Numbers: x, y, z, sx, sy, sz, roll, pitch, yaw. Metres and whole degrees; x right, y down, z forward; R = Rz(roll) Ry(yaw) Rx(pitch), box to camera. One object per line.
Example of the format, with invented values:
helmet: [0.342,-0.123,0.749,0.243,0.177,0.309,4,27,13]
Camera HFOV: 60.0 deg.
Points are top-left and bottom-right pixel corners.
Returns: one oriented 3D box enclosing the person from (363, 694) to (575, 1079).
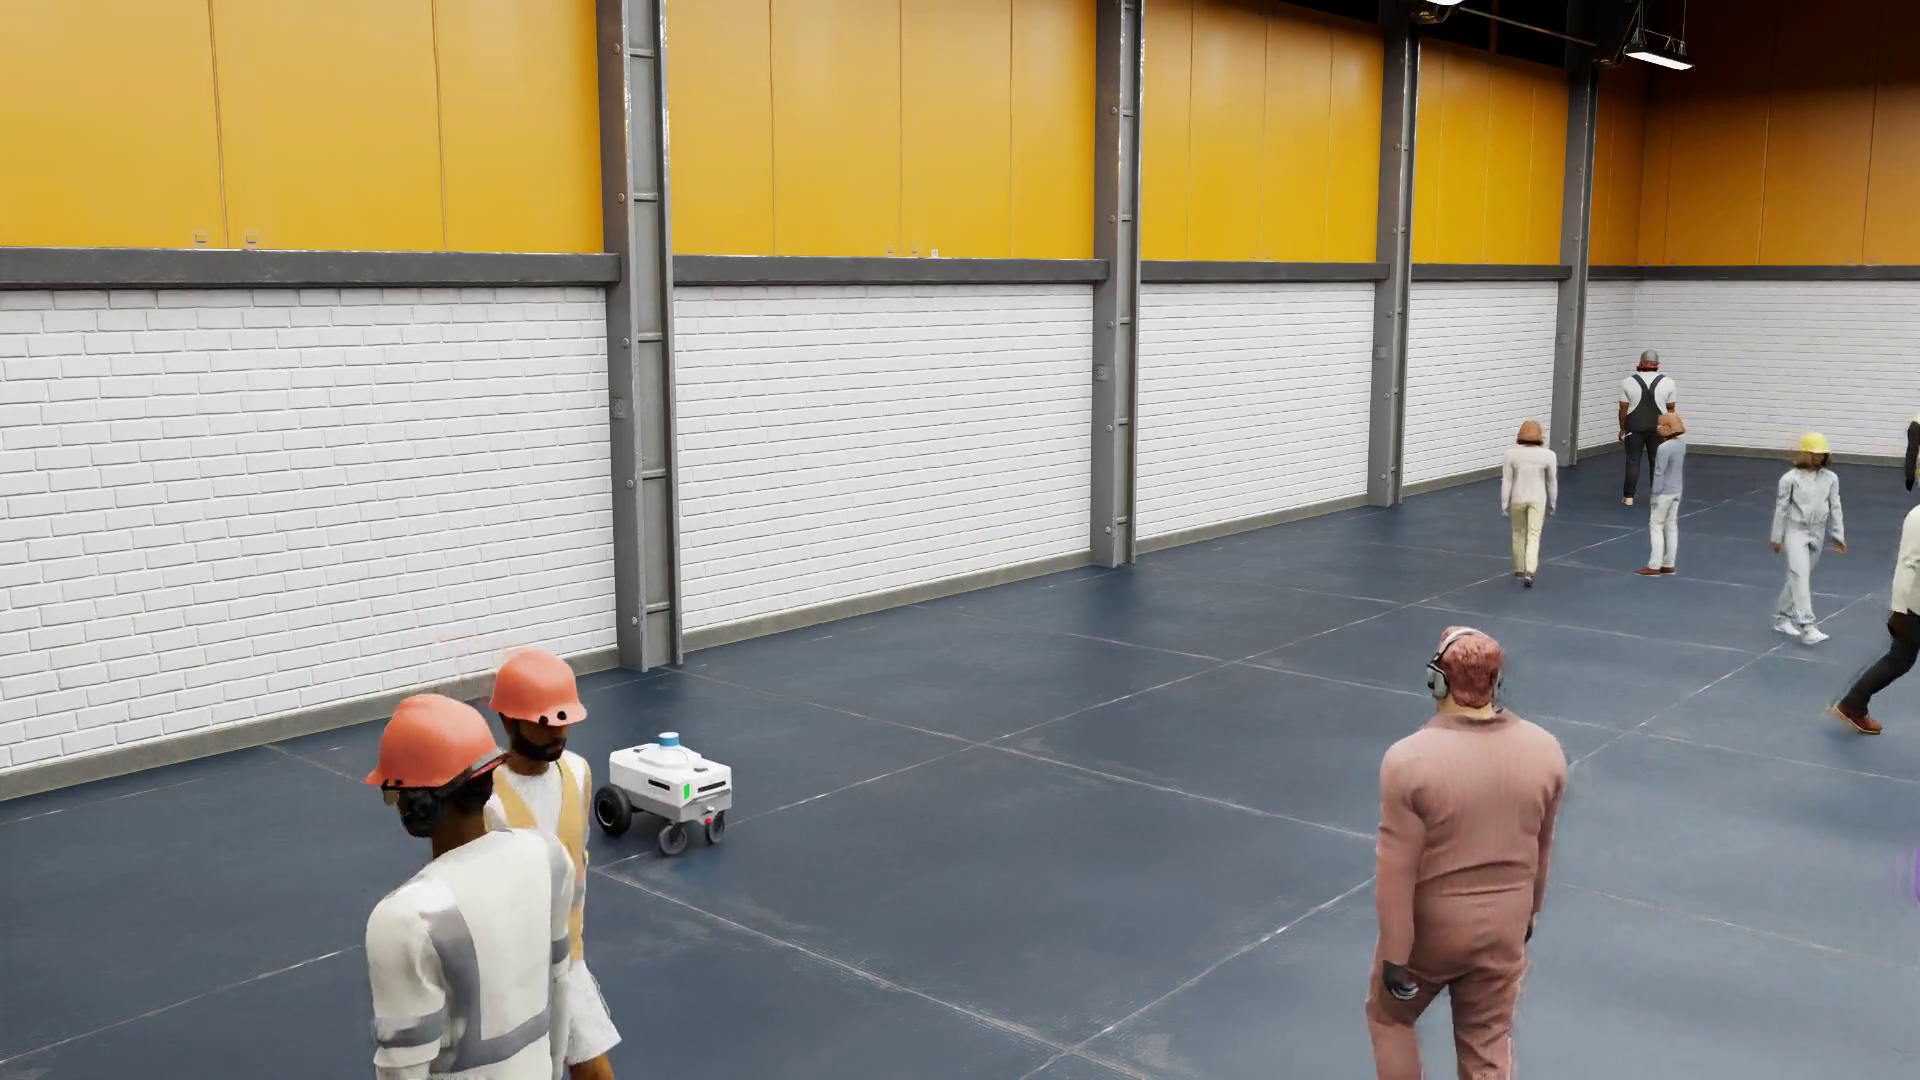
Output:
person: [-1.103,1.360,3.880,0.546,2.035,0.639,4,10,23]

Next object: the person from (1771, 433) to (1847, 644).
person: [6.913,-0.008,13.473,0.496,1.702,0.887,-2,9,-11]

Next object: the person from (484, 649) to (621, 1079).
person: [-1.191,1.267,4.857,0.929,1.897,0.566,7,11,36]

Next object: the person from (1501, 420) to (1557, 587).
person: [5.472,-0.359,16.018,0.508,1.599,0.844,3,10,19]

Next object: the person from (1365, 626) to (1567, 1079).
person: [1.562,1.198,5.300,0.665,1.888,0.566,-2,9,-10]

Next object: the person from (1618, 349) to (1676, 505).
person: [8.882,-1.466,21.563,0.682,2.000,0.536,3,10,20]

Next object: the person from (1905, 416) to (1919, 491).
person: [10.255,-0.663,17.329,0.626,1.783,0.989,0,9,0]

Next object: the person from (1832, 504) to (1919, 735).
person: [6.014,0.367,10.407,0.677,1.942,0.979,-3,10,-19]

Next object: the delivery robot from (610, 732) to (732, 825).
delivery robot: [-1.531,1.262,8.794,0.707,0.478,0.477,8,12,42]

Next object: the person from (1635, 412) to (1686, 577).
person: [6.973,-0.450,16.477,0.505,1.634,0.326,-8,12,-40]
